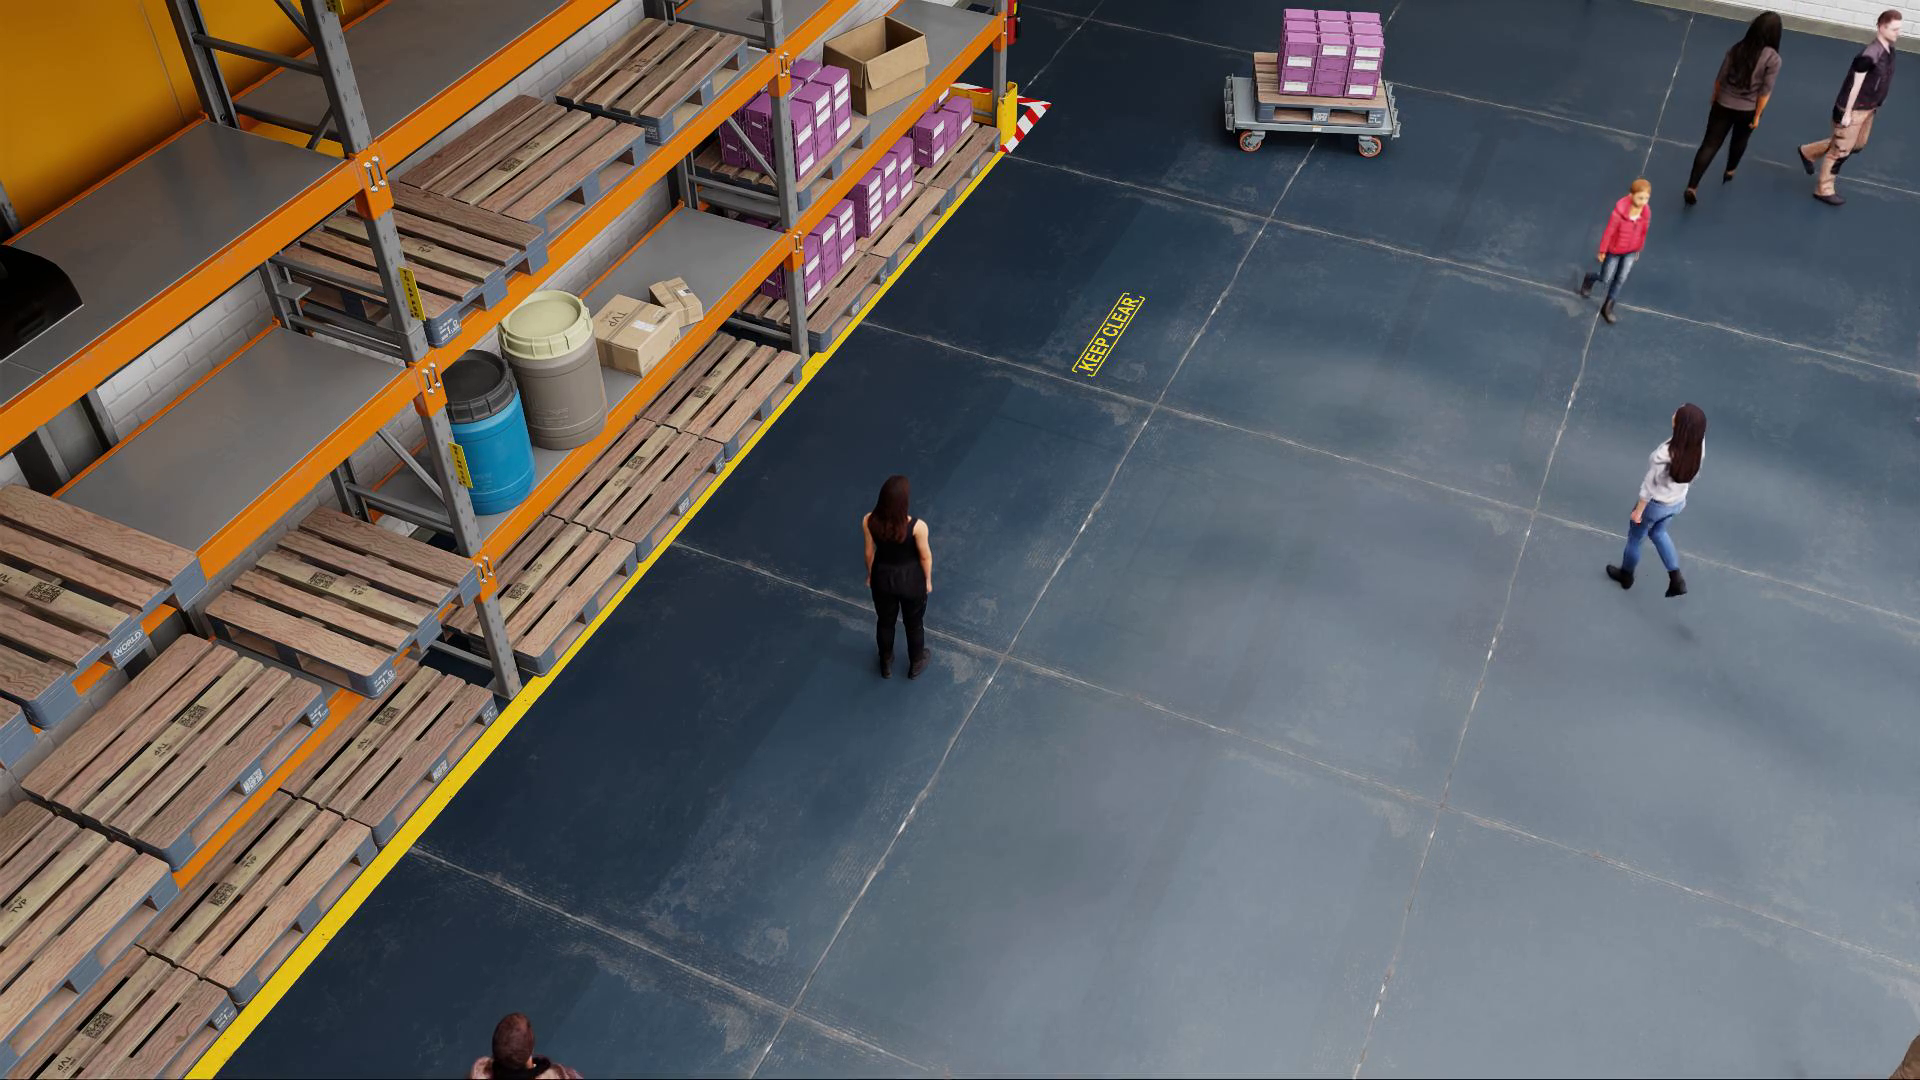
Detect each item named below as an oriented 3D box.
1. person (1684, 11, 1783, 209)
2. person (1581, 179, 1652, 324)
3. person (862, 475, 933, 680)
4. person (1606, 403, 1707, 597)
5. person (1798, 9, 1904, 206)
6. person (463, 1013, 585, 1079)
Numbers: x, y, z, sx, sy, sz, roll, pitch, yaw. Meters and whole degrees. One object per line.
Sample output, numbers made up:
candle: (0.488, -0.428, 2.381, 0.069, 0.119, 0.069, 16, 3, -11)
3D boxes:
person: (6.894, -3.793, 14.886, 0.828, 1.795, 1.178, 29, 51, 27)
person: (5.467, -2.449, 13.831, 0.710, 1.305, 0.815, -5, 44, -5)
person: (-0.402, 0.255, 10.716, 0.645, 1.687, 0.621, 7, 44, 7)
person: (4.794, -0.198, 11.240, 0.894, 1.618, 0.923, -20, 47, -20)
person: (8.017, -3.944, 15.022, 0.937, 1.826, 0.941, -30, 51, -28)
person: (-2.003, 2.901, 7.833, 0.883, 1.833, 0.873, -1, 44, -1)
